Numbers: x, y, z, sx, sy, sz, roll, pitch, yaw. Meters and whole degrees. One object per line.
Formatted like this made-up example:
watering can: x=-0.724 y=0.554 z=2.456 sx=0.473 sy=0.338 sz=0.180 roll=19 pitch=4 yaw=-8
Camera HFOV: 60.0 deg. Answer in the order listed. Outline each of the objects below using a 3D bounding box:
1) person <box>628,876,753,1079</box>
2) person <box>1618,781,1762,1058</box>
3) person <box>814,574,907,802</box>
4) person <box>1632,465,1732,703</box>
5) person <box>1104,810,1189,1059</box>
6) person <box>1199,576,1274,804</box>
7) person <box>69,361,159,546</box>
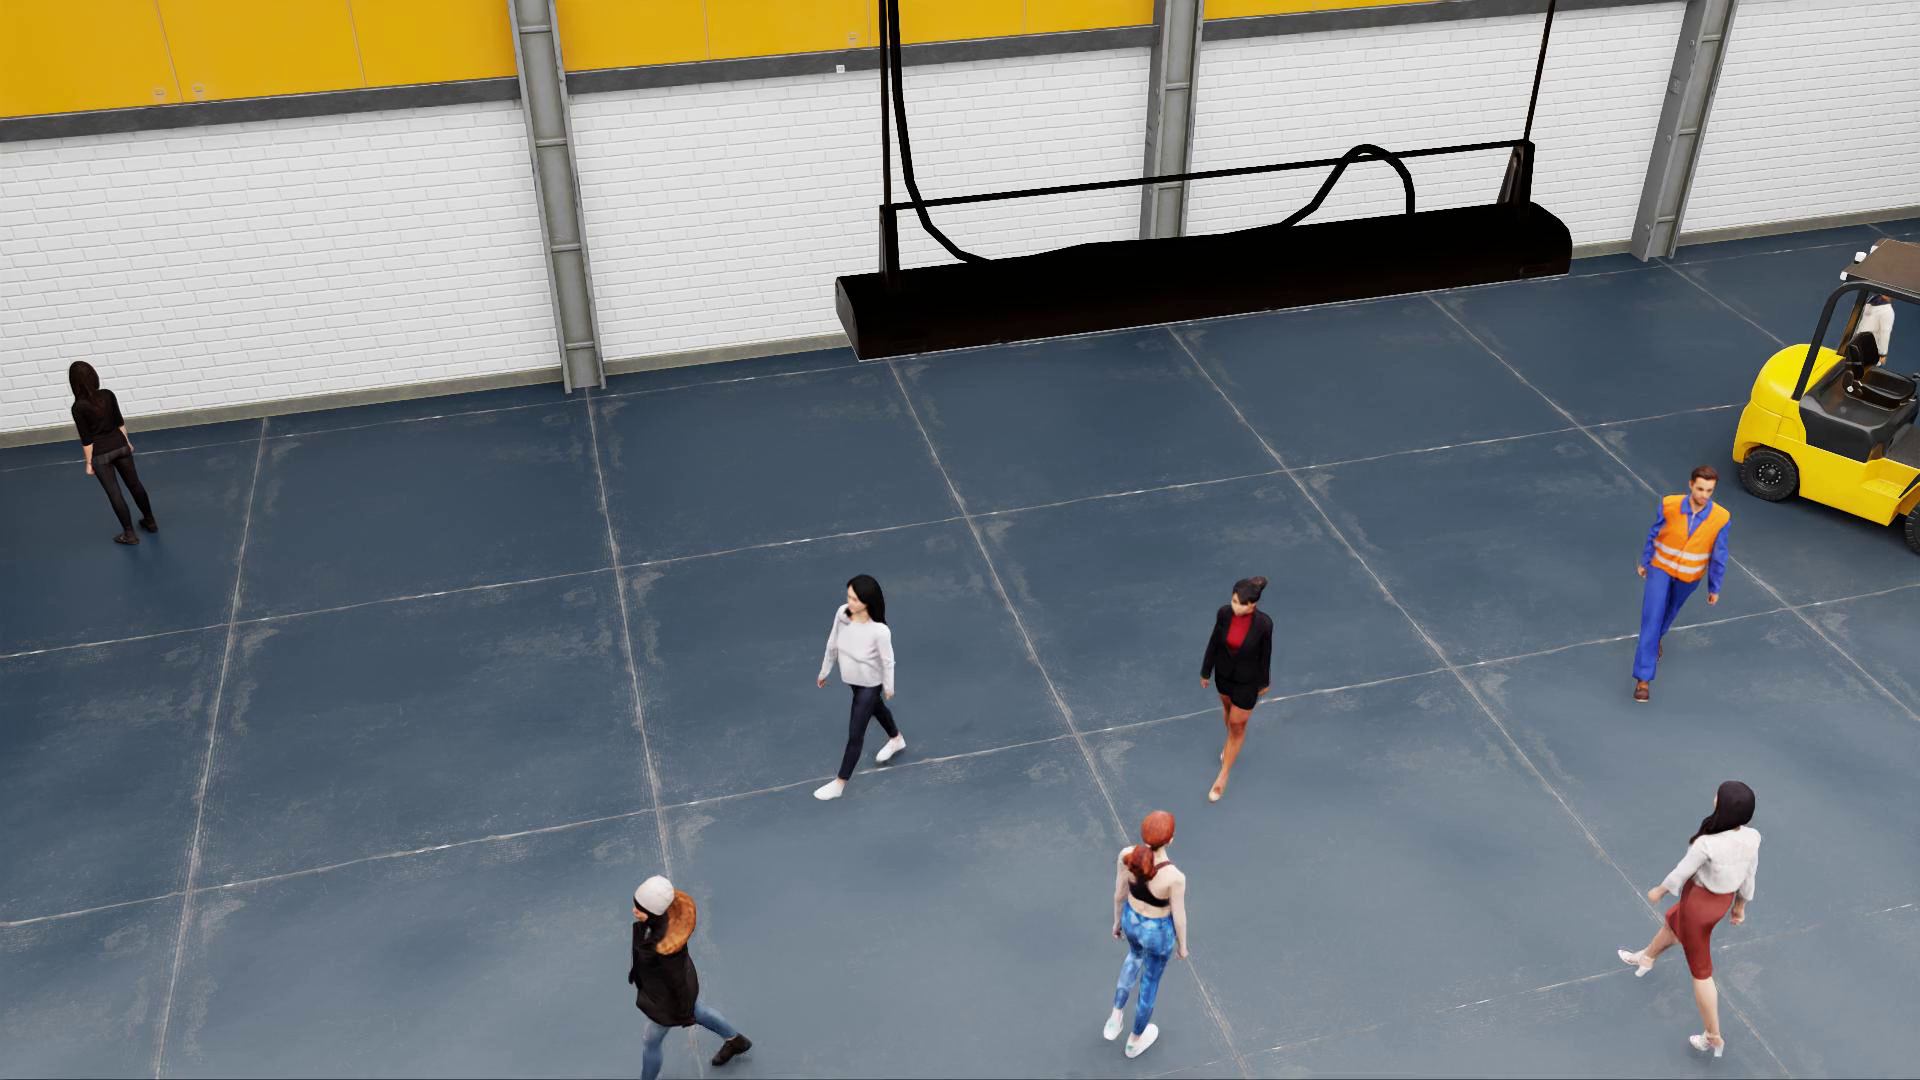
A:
person: x=-1.501 y=2.398 z=9.026 sx=1.033 sy=1.604 sz=0.659 roll=-10 pitch=35 yaw=-15
person: x=4.208 y=2.153 z=9.303 sx=1.060 sy=1.704 sz=0.801 roll=-15 pitch=36 yaw=-21
person: x=-0.584 y=0.913 z=11.219 sx=1.199 sy=1.649 sz=0.976 roll=-29 pitch=43 yaw=-36
person: x=5.219 y=0.213 z=12.123 sx=1.264 sy=1.814 sz=1.186 roll=10 pitch=35 yaw=14
person: x=0.982 y=2.230 z=9.121 sx=0.724 sy=1.779 sz=0.787 roll=25 pitch=41 yaw=32
person: x=1.903 y=0.915 z=11.246 sx=0.916 sy=1.615 sz=1.010 roll=21 pitch=39 yaw=28
person: x=-6.999 y=-0.723 z=13.688 sx=0.714 sy=1.641 sz=0.659 roll=17 pitch=37 yaw=24
